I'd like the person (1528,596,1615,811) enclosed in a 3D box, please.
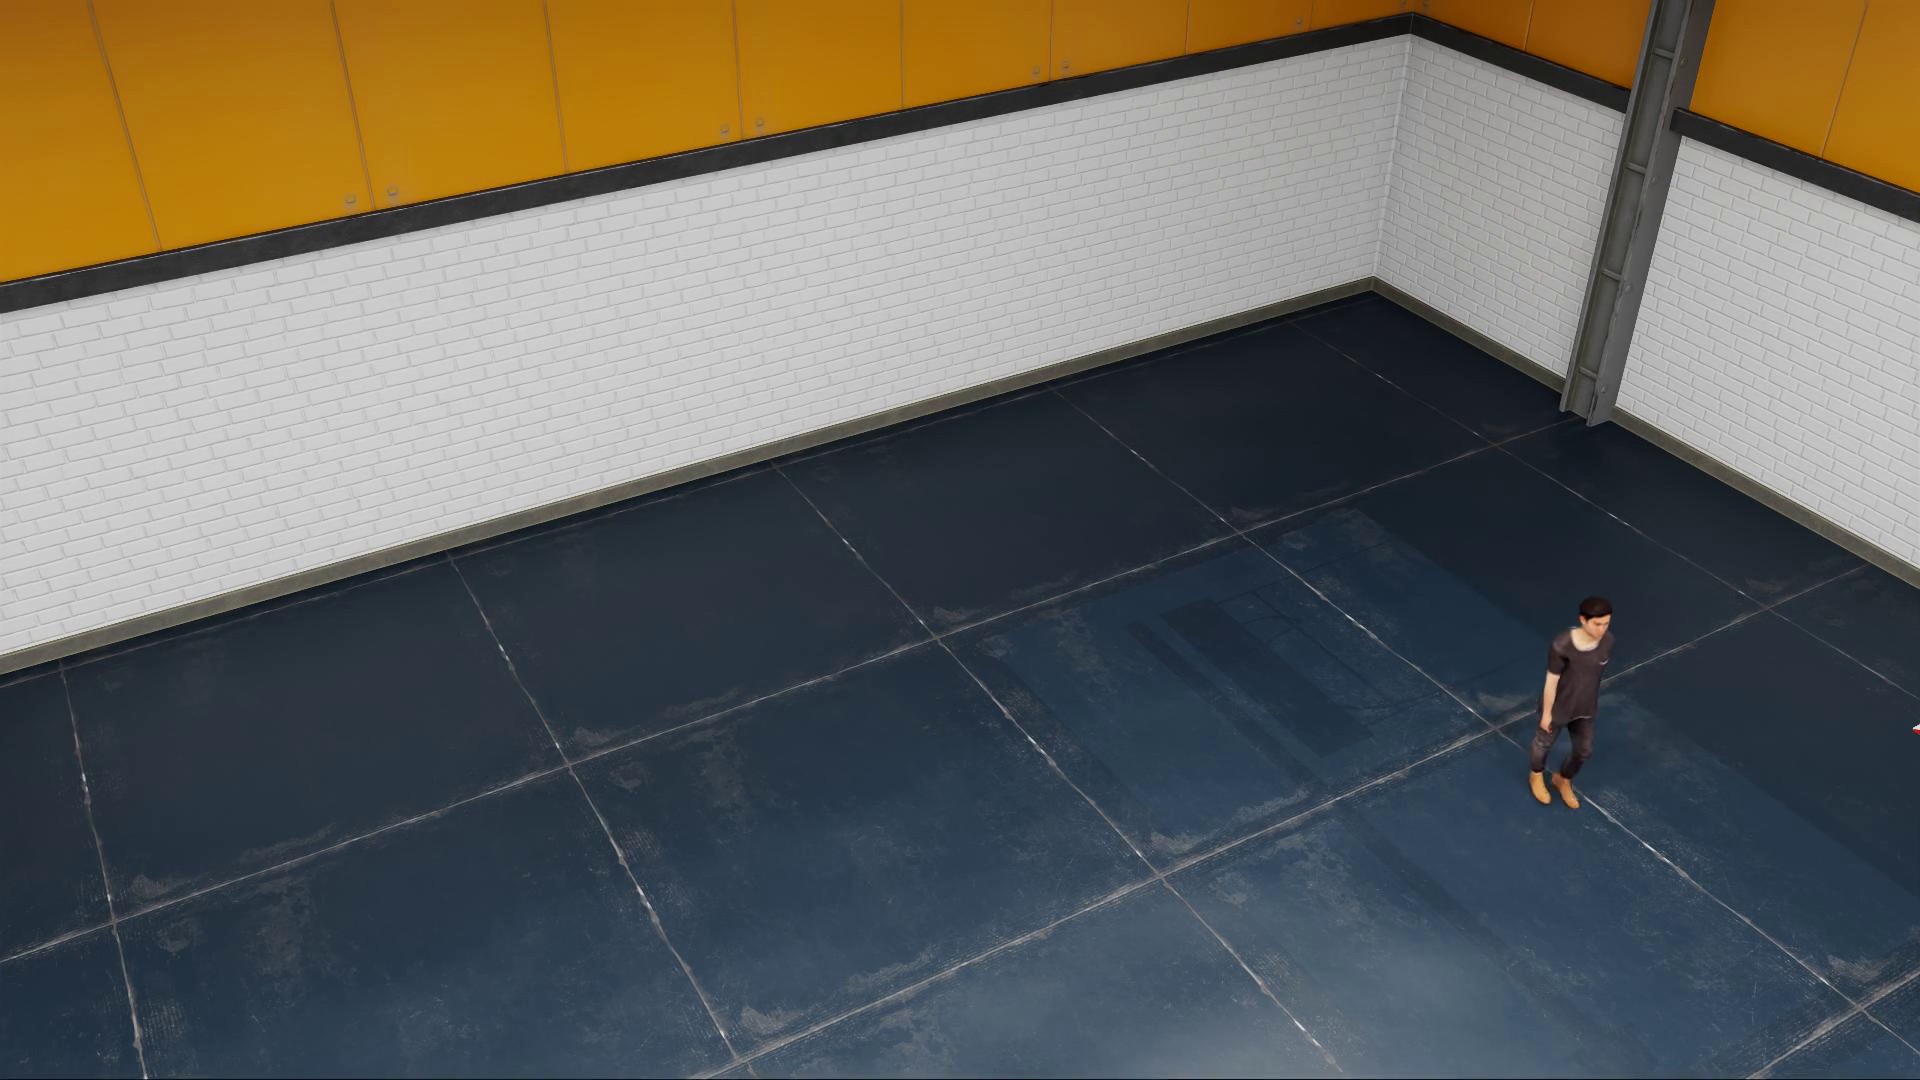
[{"bbox_3d":[4.049,1.024,11.146,0.707,1.704,0.720,-4,34,-5],"label":"person"}]
